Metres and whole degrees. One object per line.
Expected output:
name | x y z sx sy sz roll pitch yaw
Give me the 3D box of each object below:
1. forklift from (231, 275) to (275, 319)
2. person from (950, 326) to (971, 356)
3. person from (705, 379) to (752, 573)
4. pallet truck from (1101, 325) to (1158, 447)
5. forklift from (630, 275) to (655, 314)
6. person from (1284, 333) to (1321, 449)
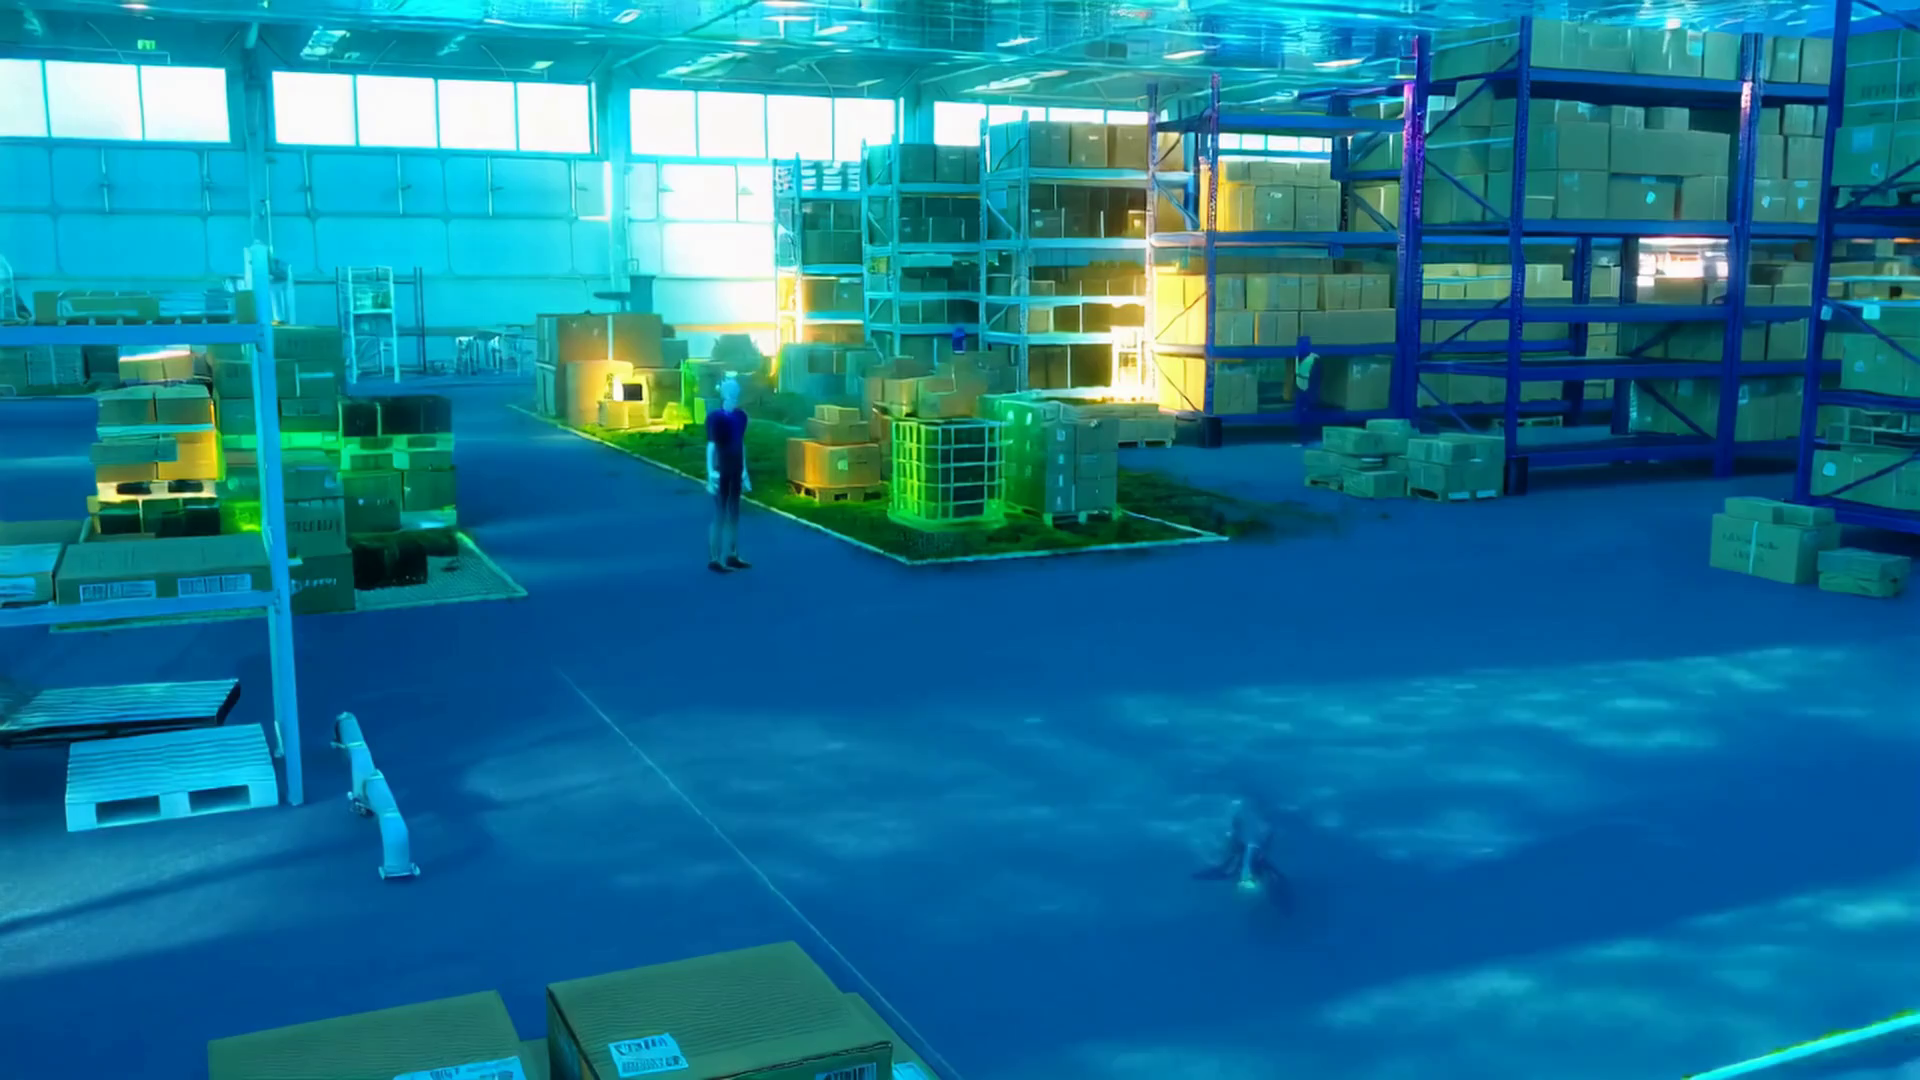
forklift | -17.335 -5.133 40.932 1.873 2.768 1.129 9 13 44
person | 0.008 -4.165 38.767 0.523 1.639 0.308 4 10 25
person | -2.232 -0.626 16.096 0.329 1.871 0.513 8 12 41
pallet truck | 2.881 -2.596 27.923 0.823 1.965 1.885 -1 9 -7
forklift | -7.300 -4.718 38.361 1.873 2.768 1.129 -4 10 -25
person | 5.587 -2.426 27.174 0.525 1.896 0.593 -3 10 -19
